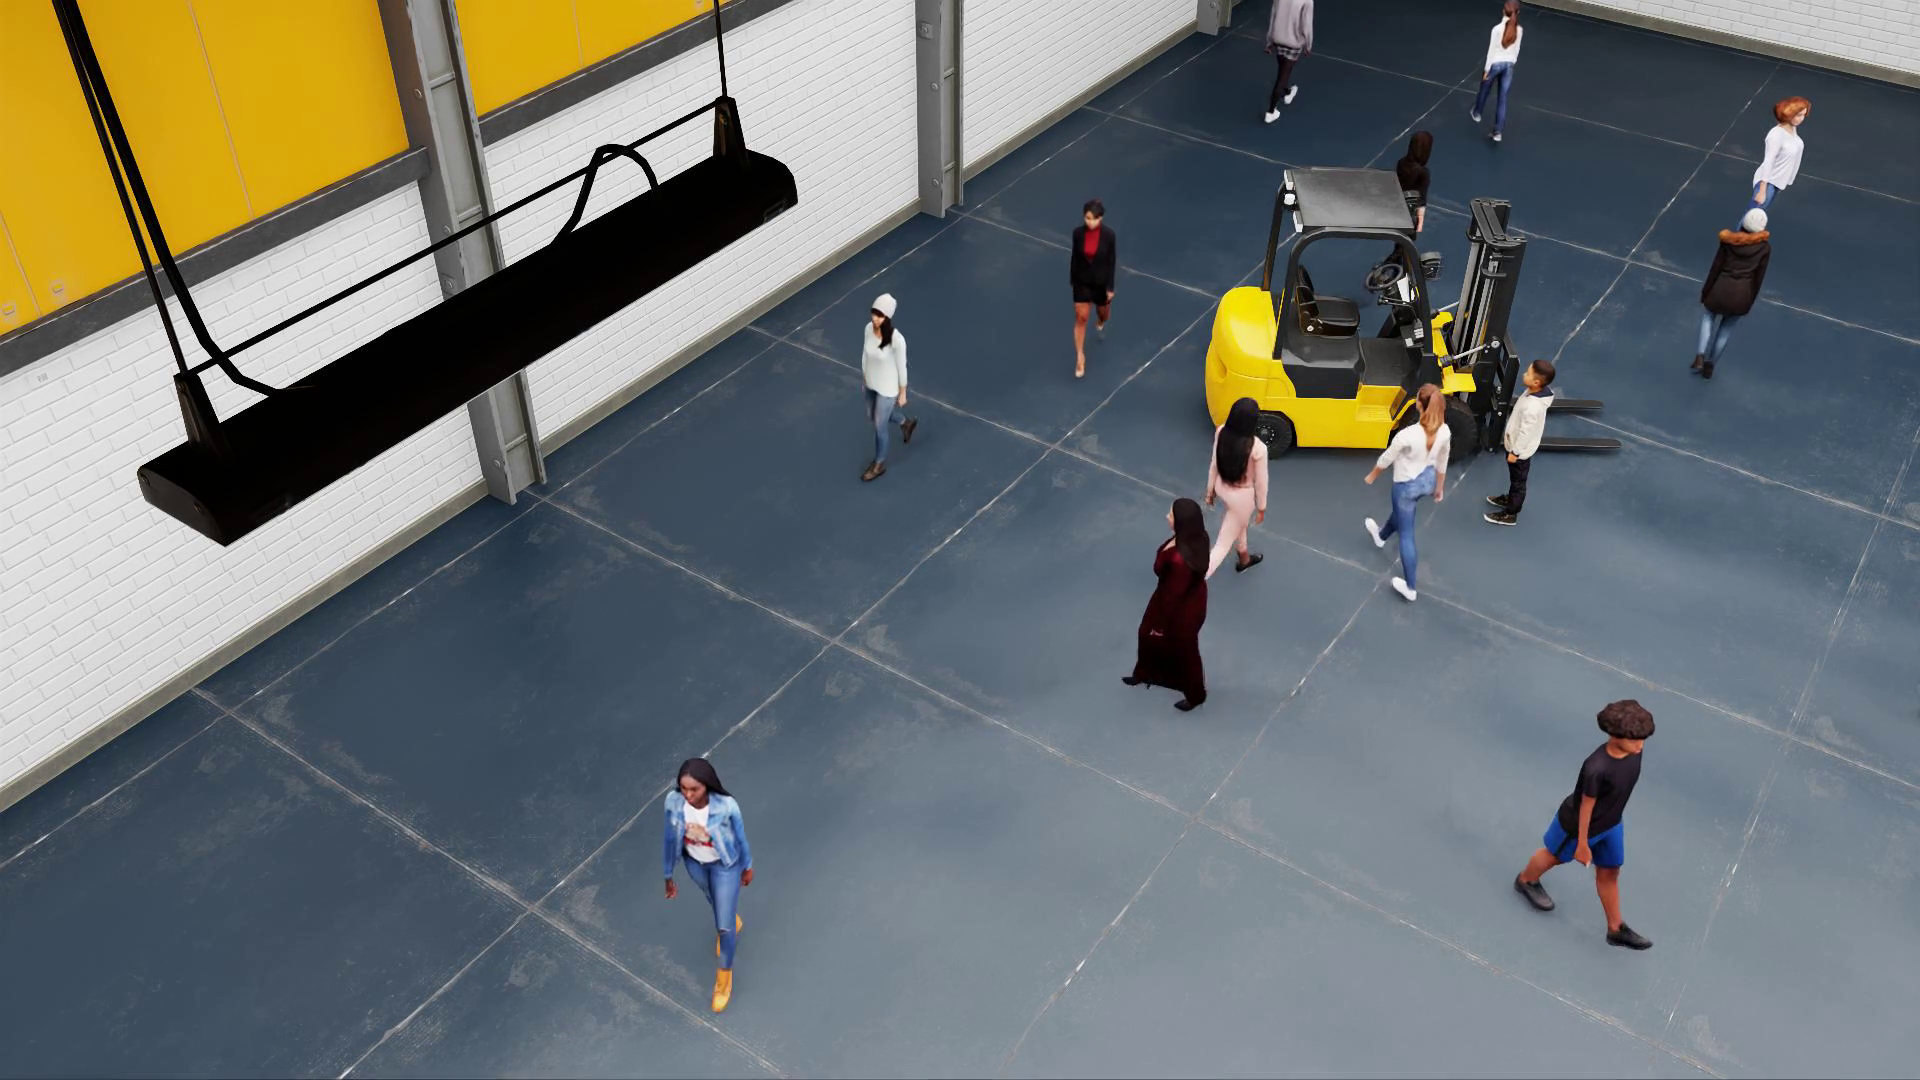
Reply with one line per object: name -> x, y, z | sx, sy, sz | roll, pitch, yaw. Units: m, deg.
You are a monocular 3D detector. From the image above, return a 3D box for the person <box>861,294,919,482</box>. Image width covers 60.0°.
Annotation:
person -> -0.577, -1.275, 13.401 | 0.658, 1.632, 0.945 | 30, 47, 32

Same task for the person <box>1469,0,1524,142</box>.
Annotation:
person -> 5.980, -5.156, 18.355 | 0.941, 1.513, 1.122 | 1, 39, 1

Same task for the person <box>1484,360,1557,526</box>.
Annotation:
person -> 4.379, -0.767, 12.905 | 0.689, 1.455, 0.534 | 13, 40, 16

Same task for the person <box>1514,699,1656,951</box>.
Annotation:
person -> 3.614, 1.581, 9.725 | 1.111, 1.755, 0.964 | -23, 44, -26

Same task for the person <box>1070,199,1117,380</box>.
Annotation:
person -> 1.178, -2.247, 14.629 | 0.818, 1.618, 1.042 | 7, 39, 9

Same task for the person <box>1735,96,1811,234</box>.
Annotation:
person -> 7.824, -3.494, 16.115 | 0.726, 1.710, 0.565 | 30, 48, 32

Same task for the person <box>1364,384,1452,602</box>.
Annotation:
person -> 3.348, -0.308, 12.155 | 1.111, 1.676, 1.034 | -16, 41, -19

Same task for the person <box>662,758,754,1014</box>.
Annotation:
person -> -1.385, 1.799, 9.505 | 0.837, 1.689, 1.012 | 8, 39, 10

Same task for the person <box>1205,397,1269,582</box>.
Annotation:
person -> 1.941, -0.251, 12.077 | 1.236, 1.683, 0.848 | -27, 46, -30

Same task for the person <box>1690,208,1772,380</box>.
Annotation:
person -> 6.691, -2.104, 14.444 | 0.670, 1.625, 0.683 | 15, 41, 18

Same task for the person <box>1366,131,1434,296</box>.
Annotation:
person -> 4.132, -3.039, 15.615 | 1.014, 1.625, 0.804 | -22, 43, -25

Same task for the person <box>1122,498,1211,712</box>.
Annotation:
person -> 1.572, 0.470, 11.139 | 0.925, 1.727, 0.906 | 6, 39, 8

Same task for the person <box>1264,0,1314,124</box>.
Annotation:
person -> 3.627, -5.530, 18.638 | 0.686, 1.744, 1.053 | 26, 46, 29
